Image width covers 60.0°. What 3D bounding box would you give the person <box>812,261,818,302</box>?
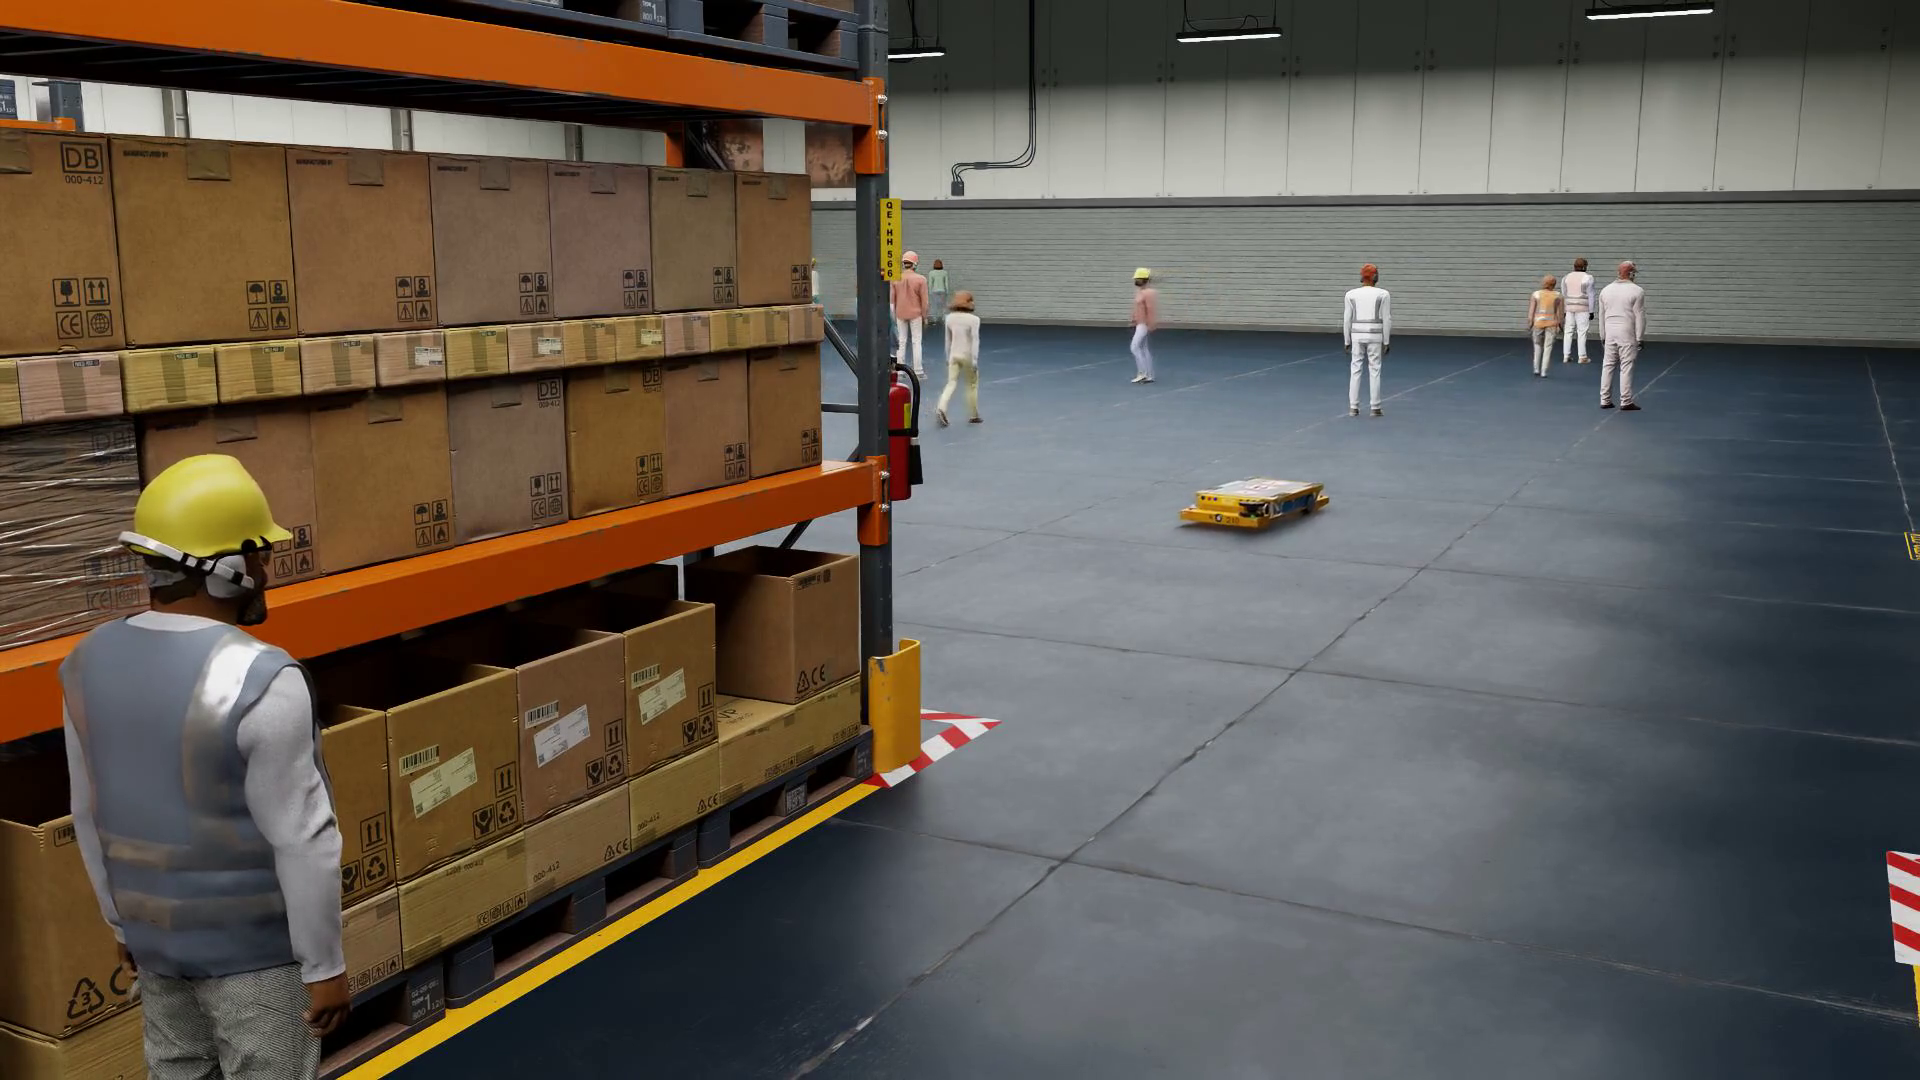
[{"bbox_3d":[-3.379,-5.580,37.998,0.461,1.742,0.528,4,11,21],"label":"person"}]

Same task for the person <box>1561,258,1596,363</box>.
[{"bbox_3d":[10.899,-4.037,29.300,0.429,1.845,0.627,-9,14,-40],"label":"person"}]

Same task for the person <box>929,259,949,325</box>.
[{"bbox_3d":[-0.534,-6.218,41.753,0.498,1.636,0.286,-1,10,-8],"label":"person"}]

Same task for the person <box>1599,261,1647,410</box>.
[{"bbox_3d":[8.545,-2.624,21.422,0.408,1.908,0.646,-7,12,-33],"label":"person"}]

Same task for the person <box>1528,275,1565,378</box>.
[{"bbox_3d":[9.328,-3.399,26.442,0.544,1.599,0.821,4,11,23],"label":"person"}]

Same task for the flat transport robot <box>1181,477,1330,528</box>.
[{"bbox_3d":[2.383,-0.318,13.307,0.652,0.197,1.431,7,12,34],"label":"flat transport robot"}]

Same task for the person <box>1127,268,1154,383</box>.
[{"bbox_3d":[2.722,-3.257,25.309,0.534,1.751,0.532,-2,11,-8],"label":"person"}]

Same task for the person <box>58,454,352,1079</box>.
[{"bbox_3d":[-1.423,0.745,3.249,0.602,1.830,0.404,5,11,24],"label":"person"}]

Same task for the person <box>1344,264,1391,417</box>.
[{"bbox_3d":[5.050,-2.469,20.637,0.573,1.884,0.355,5,11,25],"label":"person"}]

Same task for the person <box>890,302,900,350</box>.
[{"bbox_3d":[-1.123,-2.766,23.057,0.523,1.591,0.887,-8,13,-38],"label":"person"}]

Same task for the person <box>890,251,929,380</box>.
[{"bbox_3d":[-0.775,-3.473,25.813,0.623,1.989,0.399,3,11,17],"label":"person"}]

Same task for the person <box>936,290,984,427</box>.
[{"bbox_3d":[0.000,-2.137,19.581,0.503,1.604,0.784,7,13,34],"label":"person"}]
